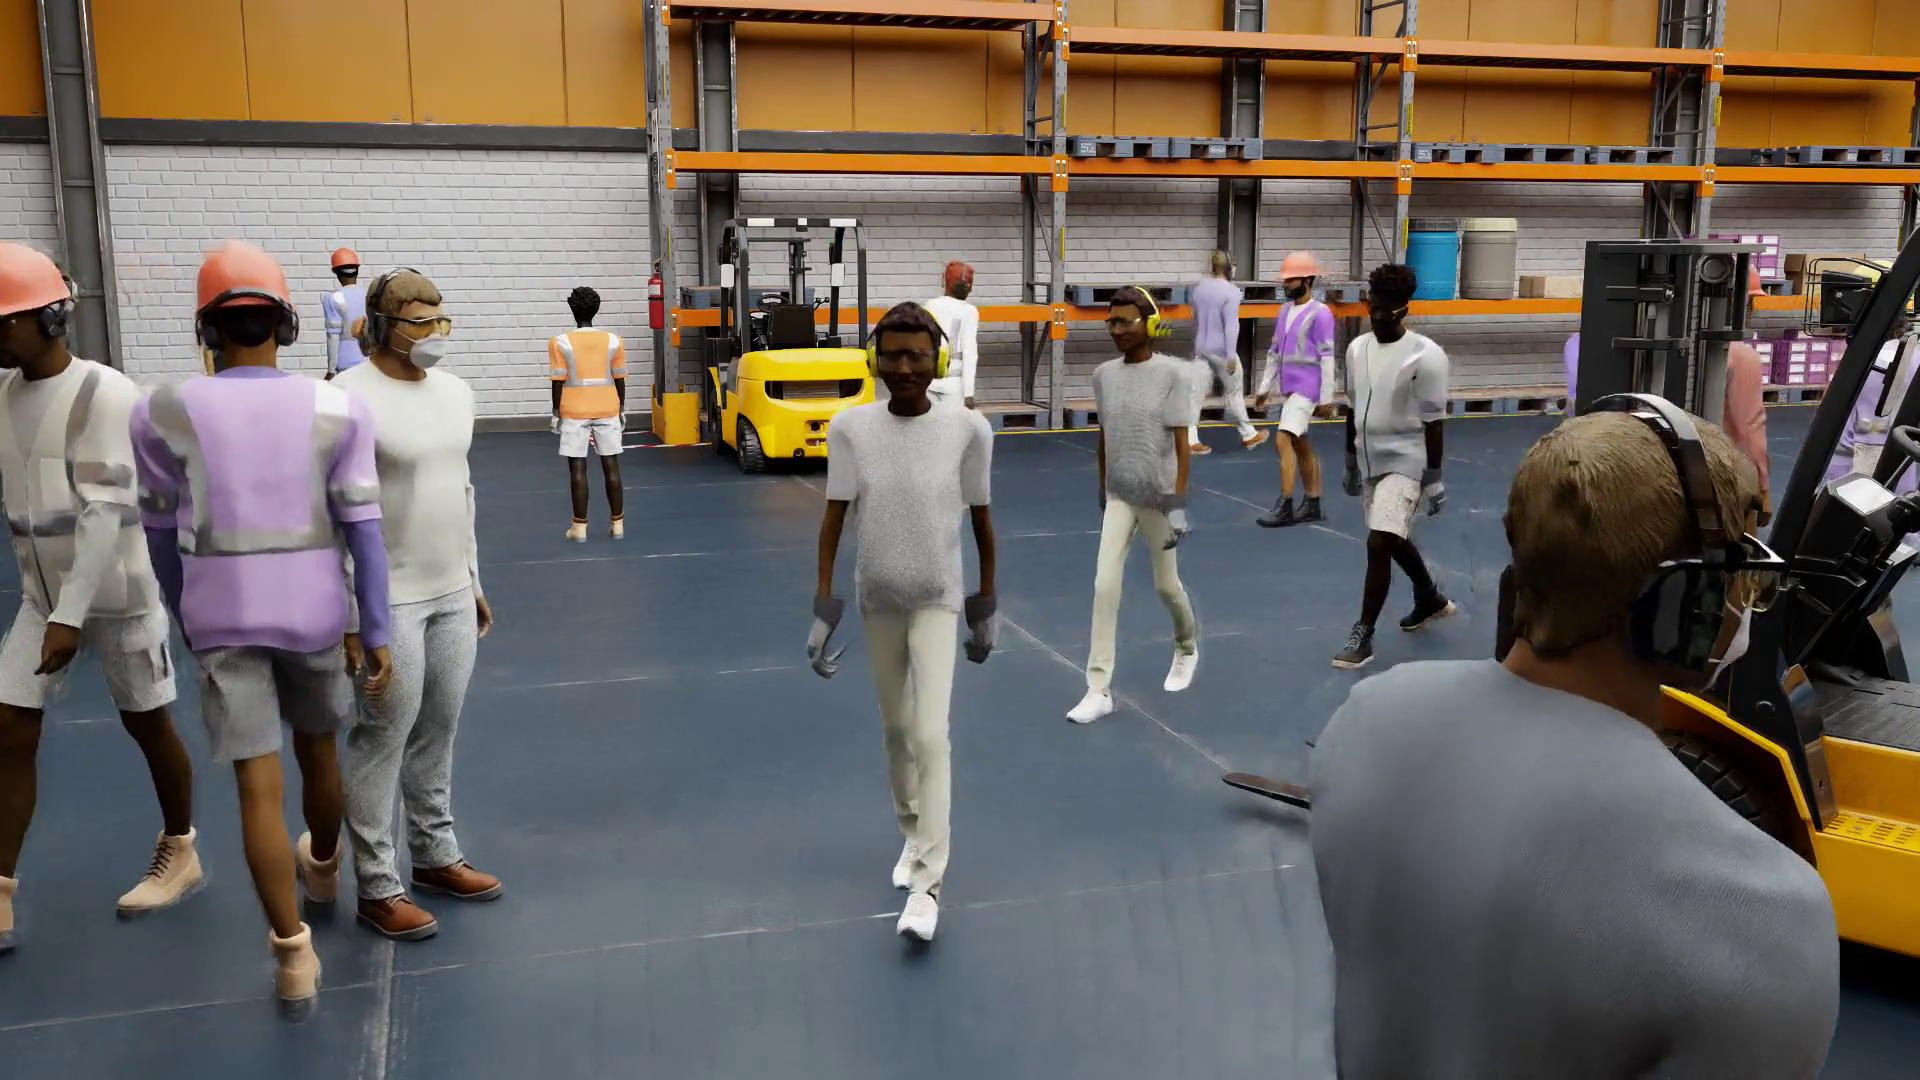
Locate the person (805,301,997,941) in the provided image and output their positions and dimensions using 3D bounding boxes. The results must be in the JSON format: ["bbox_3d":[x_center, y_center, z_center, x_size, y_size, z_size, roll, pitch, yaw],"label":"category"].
[{"bbox_3d":[-0.179,0.228,4.888,0.518,1.828,0.914,2,11,12],"label":"person"}]

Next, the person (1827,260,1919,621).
[{"bbox_3d":[3.686,-0.168,6.802,0.367,1.926,0.594,8,13,38],"label":"person"}]

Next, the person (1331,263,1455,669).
[{"bbox_3d":[2.146,-0.375,8.014,0.940,1.917,0.652,-5,12,-27],"label":"person"}]

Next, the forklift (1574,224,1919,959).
[{"bbox_3d":[2.909,0.117,4.508,2.313,2.155,1.214,9,14,40],"label":"forklift"}]

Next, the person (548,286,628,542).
[{"bbox_3d":[-2.474,-0.834,11.087,0.540,1.695,0.317,-6,12,-29],"label":"person"}]

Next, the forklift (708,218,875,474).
[{"bbox_3d":[-1.522,-1.778,14.899,1.214,2.155,2.313,-3,11,-17],"label":"forklift"}]

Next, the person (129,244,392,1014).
[{"bbox_3d":[-1.911,0.202,4.590,0.598,1.989,0.998,-5,12,-26],"label":"person"}]

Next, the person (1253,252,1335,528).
[{"bbox_3d":[2.284,-1.045,11.657,0.743,1.911,0.555,-3,11,-17],"label":"person"}]

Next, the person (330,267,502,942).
[{"bbox_3d":[-1.614,0.178,4.880,0.355,1.936,0.635,4,11,22],"label":"person"}]

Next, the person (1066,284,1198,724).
[{"bbox_3d":[0.804,-0.180,7.153,0.533,1.834,0.939,7,12,32],"label":"person"}]

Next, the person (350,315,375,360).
[{"bbox_3d":[-3.226,-0.438,9.175,0.848,1.587,0.540,5,11,24],"label":"person"}]

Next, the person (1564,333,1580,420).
[{"bbox_3d":[3.191,-0.394,8.327,0.483,1.817,0.598,-5,12,-26],"label":"person"}]

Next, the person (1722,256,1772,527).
[{"bbox_3d":[3.374,-0.307,7.544,1.048,1.942,0.651,-2,11,-10],"label":"person"}]

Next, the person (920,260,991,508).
[{"bbox_3d":[-0.140,-1.121,12.280,0.634,1.858,0.670,7,12,32],"label":"person"}]

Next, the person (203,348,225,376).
[{"bbox_3d":[-5.888,-1.306,13.433,0.987,1.797,0.536,5,12,28],"label":"person"}]

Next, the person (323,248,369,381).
[{"bbox_3d":[-5.139,-1.499,14.103,0.374,1.928,0.542,8,13,39],"label":"person"}]

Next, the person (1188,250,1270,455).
[{"bbox_3d":[2.476,-1.746,15.548,0.985,1.888,0.655,-7,12,-33],"label":"person"}]

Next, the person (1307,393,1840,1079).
[{"bbox_3d":[0.548,0.795,1.652,1.005,1.893,0.632,-5,12,-27],"label":"person"}]

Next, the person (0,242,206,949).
[{"bbox_3d":[-2.590,0.182,4.676,0.595,1.991,0.957,4,11,20],"label":"person"}]

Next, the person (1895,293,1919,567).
[{"bbox_3d":[5.579,-0.649,9.984,0.920,1.715,0.546,1,10,7],"label":"person"}]
